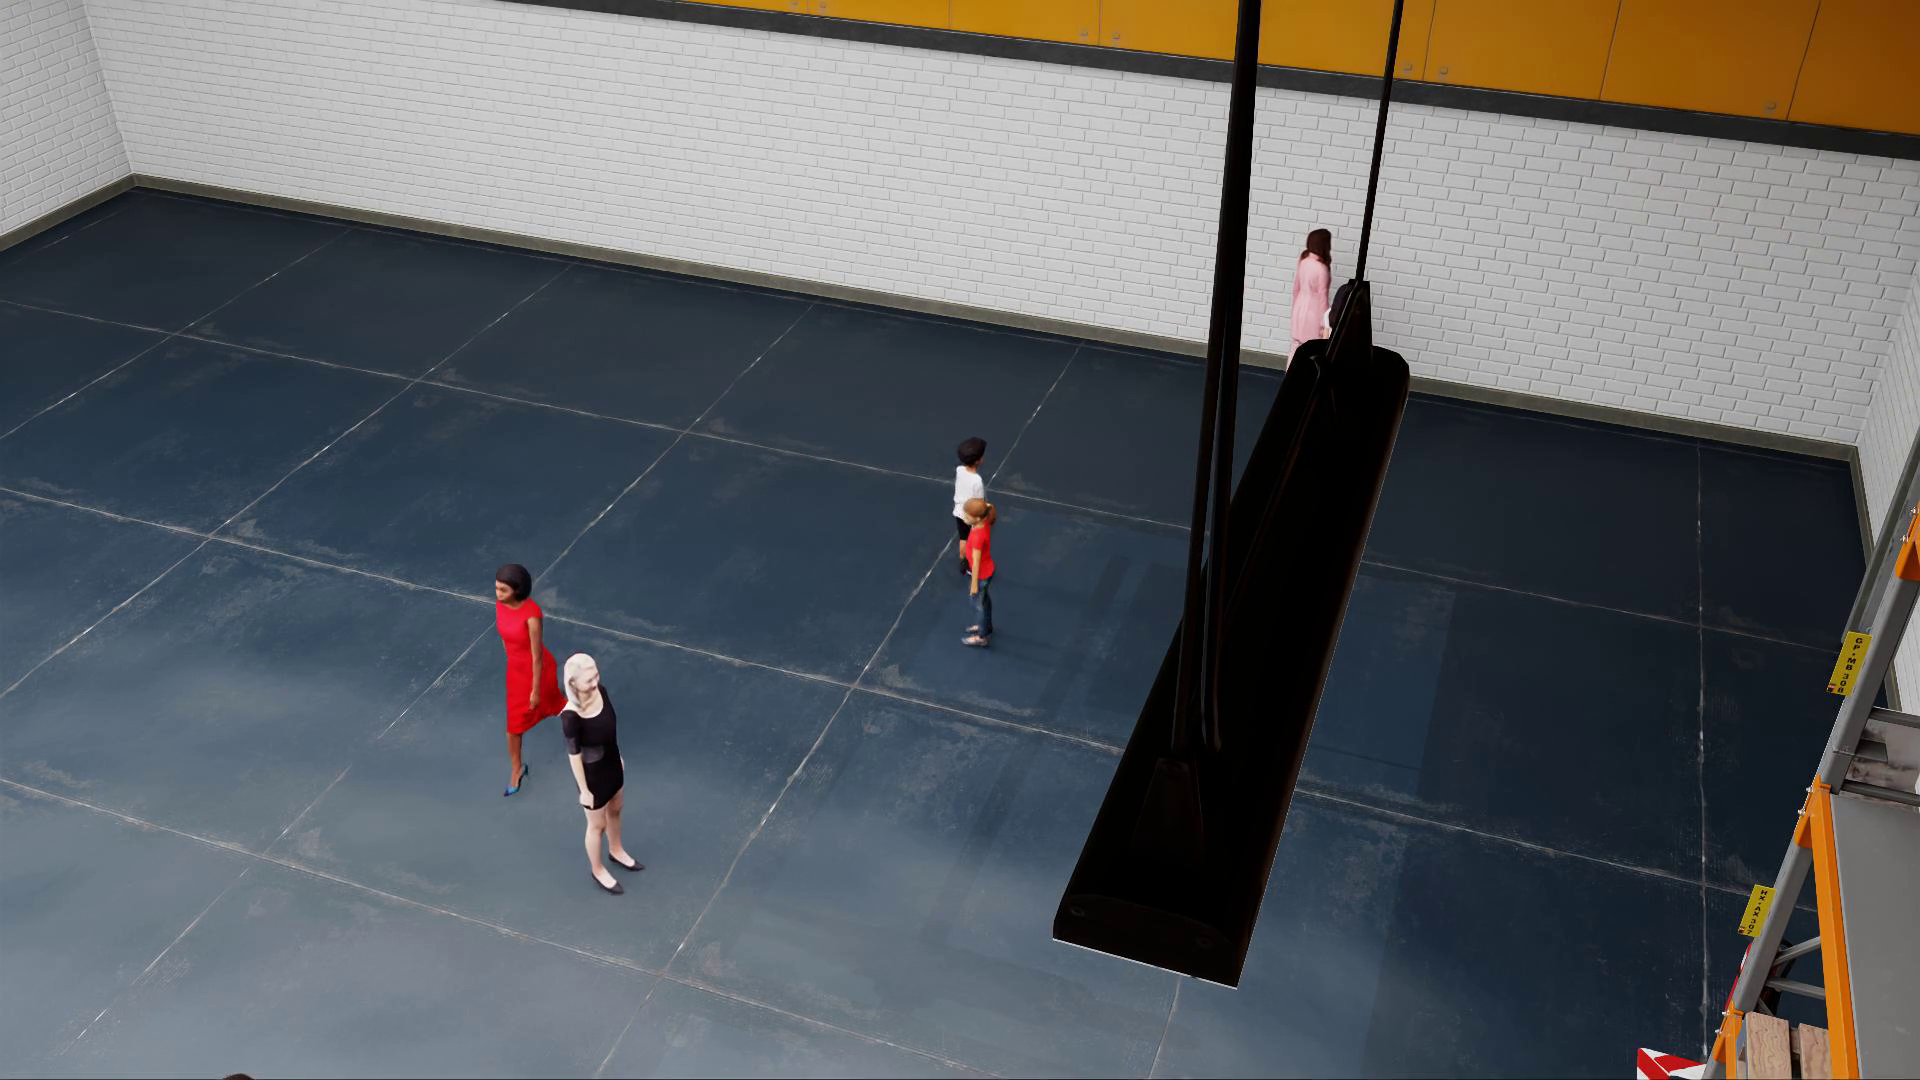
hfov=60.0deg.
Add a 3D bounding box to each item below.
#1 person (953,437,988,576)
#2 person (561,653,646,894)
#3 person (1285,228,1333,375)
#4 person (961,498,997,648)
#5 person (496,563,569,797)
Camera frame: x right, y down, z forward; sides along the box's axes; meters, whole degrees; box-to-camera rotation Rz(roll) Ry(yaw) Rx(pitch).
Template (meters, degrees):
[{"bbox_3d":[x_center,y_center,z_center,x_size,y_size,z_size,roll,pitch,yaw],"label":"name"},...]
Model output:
[{"bbox_3d":[0.038,-0.228,13.391,0.638,1.250,0.591,-27,42,-34],"label":"person"},{"bbox_3d":[-2.267,1.440,10.356,0.629,1.831,0.414,11,35,17],"label":"person"},{"bbox_3d":[3.275,-2.078,15.675,0.733,1.802,0.682,-16,37,-23],"label":"person"},{"bbox_3d":[0.173,0.241,12.641,0.650,1.300,0.486,6,34,8],"label":"person"},{"bbox_3d":[-2.838,0.885,11.307,0.671,1.703,1.106,16,37,23],"label":"person"}]
